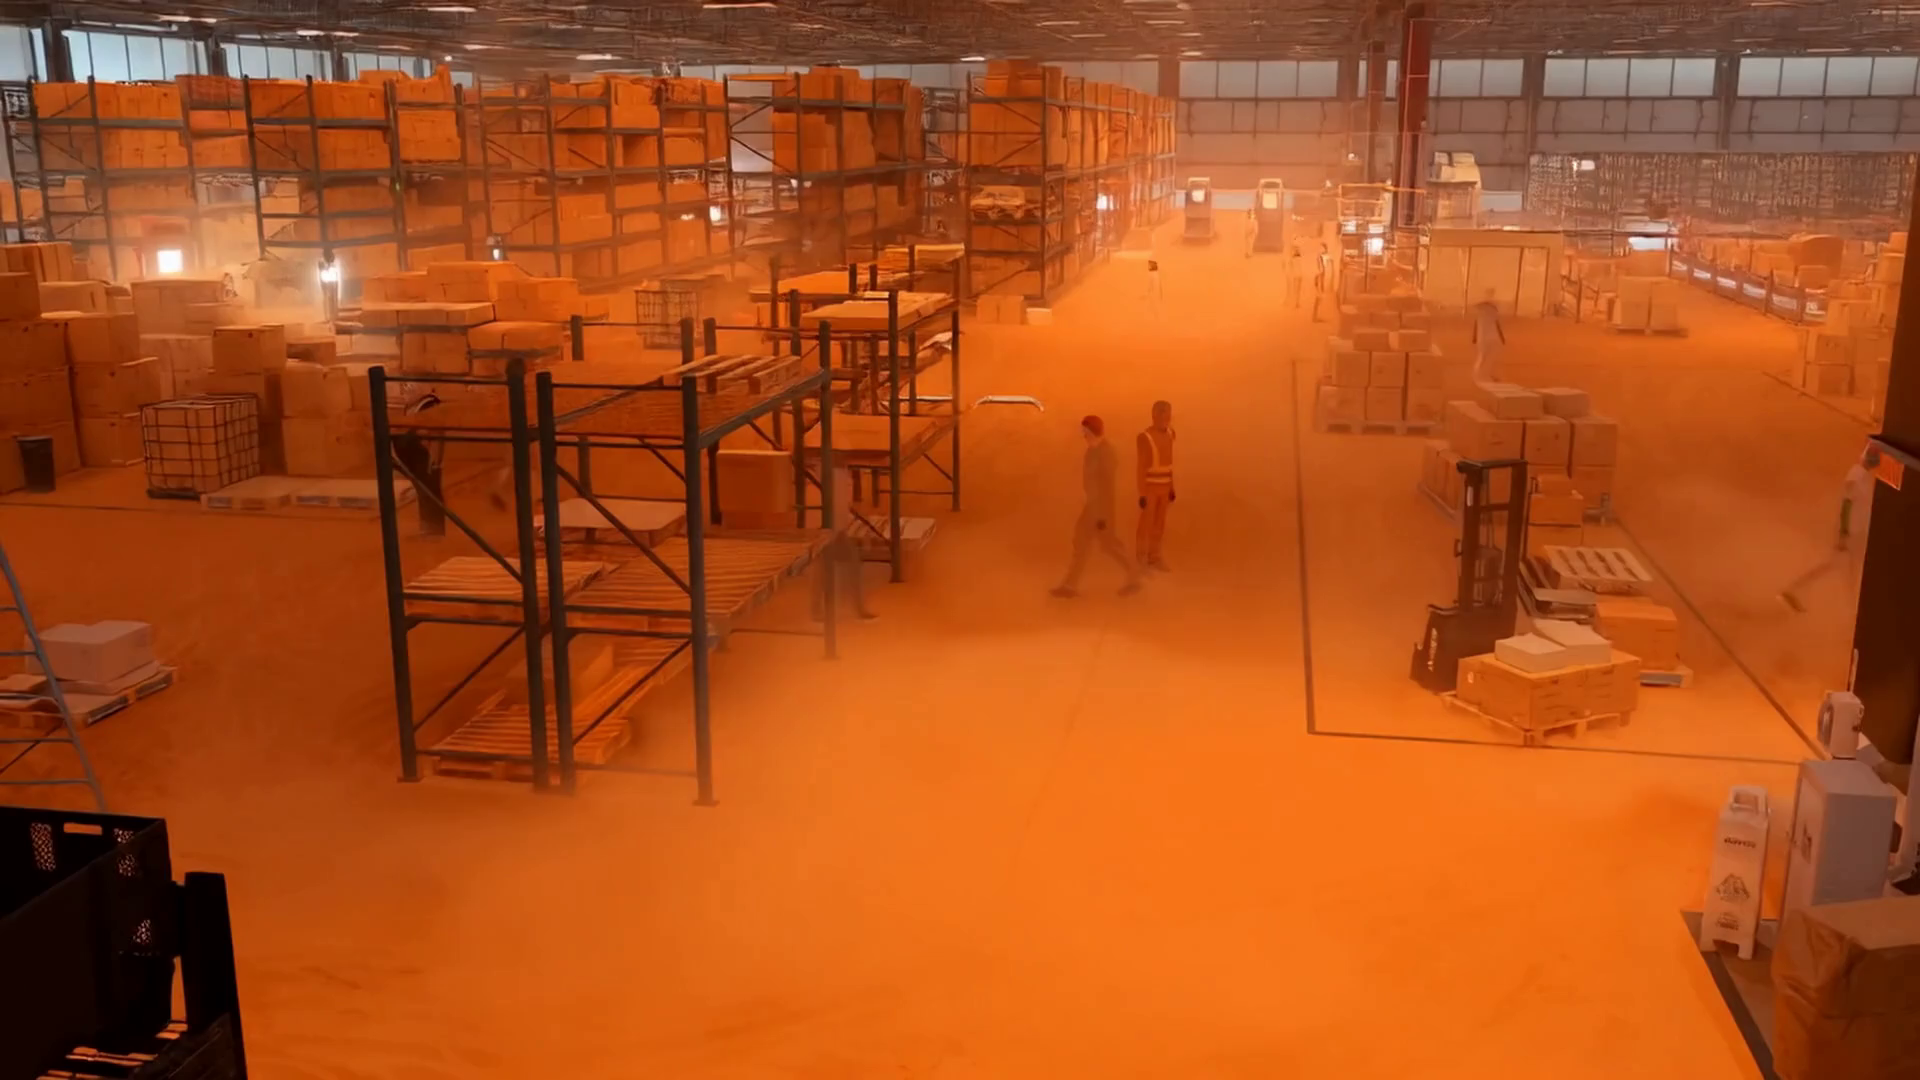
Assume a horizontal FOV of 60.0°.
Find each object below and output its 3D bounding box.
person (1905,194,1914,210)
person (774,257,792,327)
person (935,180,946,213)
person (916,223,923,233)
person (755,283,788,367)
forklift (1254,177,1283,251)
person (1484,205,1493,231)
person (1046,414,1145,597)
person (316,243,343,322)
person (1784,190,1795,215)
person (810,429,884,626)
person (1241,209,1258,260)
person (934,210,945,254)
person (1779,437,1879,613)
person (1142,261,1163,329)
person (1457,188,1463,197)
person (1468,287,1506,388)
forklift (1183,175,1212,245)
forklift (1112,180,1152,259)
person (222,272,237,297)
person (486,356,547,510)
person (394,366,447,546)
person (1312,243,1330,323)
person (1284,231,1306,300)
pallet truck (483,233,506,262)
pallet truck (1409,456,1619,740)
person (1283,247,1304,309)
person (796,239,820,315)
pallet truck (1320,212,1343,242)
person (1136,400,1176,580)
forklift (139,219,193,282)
[{"bbox_3d":[45.162,-15.694,79.051,0.390,1.846,0.565,3,14,11],"label":"person"},{"bbox_3d":[-4.198,-5.939,39.816,0.480,1.655,0.561,-12,18,-40],"label":"person"},{"bbox_3d":[-1.206,-19.315,93.620,0.817,1.917,0.545,3,14,12],"label":"person"},{"bbox_3d":[-1.560,-11.030,60.124,0.626,1.844,0.429,6,15,22],"label":"person"},{"bbox_3d":[-3.382,-3.670,30.044,0.632,1.940,0.372,7,16,27],"label":"person"},{"bbox_3d":[12.083,-12.747,64.956,1.129,2.768,1.873,3,14,10],"label":"forklift"},{"bbox_3d":[20.850,-12.345,65.719,0.891,1.714,0.535,-1,14,-6],"label":"person"},{"bbox_3d":[1.395,-0.336,16.626,0.973,1.894,0.638,2,14,6],"label":"person"},{"bbox_3d":[-15.500,-6.336,40.931,0.588,1.911,0.399,-8,16,-29],"label":"person"},{"bbox_3d":[40.017,-15.976,80.303,0.718,1.798,0.610,-7,16,-27],"label":"person"},{"bbox_3d":[-1.079,-0.092,15.587,0.828,1.893,0.622,4,15,17],"label":"person"},{"bbox_3d":[10.491,-11.051,60.262,0.626,1.806,0.743,1,14,5],"label":"person"},{"bbox_3d":[-0.792,-11.513,62.391,0.370,1.683,0.554,11,17,37],"label":"person"},{"bbox_3d":[8.442,-0.115,15.881,0.582,1.822,0.919,-12,18,-40],"label":"person"},{"bbox_3d":[4.611,-5.833,39.515,0.526,1.603,0.837,-9,17,-34],"label":"person"},{"bbox_3d":[23.874,-15.915,79.759,1.028,1.950,0.614,0,14,1],"label":"person"},{"bbox_3d":[9.712,-3.707,30.444,0.962,1.822,0.541,-6,15,-22],"label":"person"},{"bbox_3d":[9.799,-13.579,68.333,1.129,2.768,1.873,2,14,10],"label":"forklift"},{"bbox_3d":[6.082,-11.722,60.796,1.873,2.768,1.129,2,14,9],"label":"forklift"},{"bbox_3d":[-15.728,-4.948,35.851,0.308,1.639,0.511,-3,14,-13],"label":"person"},{"bbox_3d":[-5.516,-1.313,20.579,0.653,1.903,0.876,8,16,29],"label":"person"},{"bbox_3d":[-6.104,-0.954,18.806,0.538,2.000,0.684,-10,17,-36],"label":"person"},{"bbox_3d":[8.829,-6.288,40.674,0.379,1.938,0.547,3,14,13],"label":"person"},{"bbox_3d":[9.303,-7.599,46.048,0.566,1.905,0.646,-1,14,-2],"label":"person"},{"bbox_3d":[-11.832,-7.026,43.548,1.885,1.965,0.823,8,16,28],"label":"pallet truck"},{"bbox_3d":[4.504,0.400,13.395,0.823,1.965,1.885,-6,15,-23],"label":"pallet truck"},{"bbox_3d":[8.846,-6.943,44.030,0.520,1.605,0.764,-2,14,-8],"label":"person"},{"bbox_3d":[-3.755,-6.399,41.004,0.609,1.996,0.379,-4,14,-17],"label":"person"},{"bbox_3d":[15.874,-13.227,70.310,0.680,1.201,1.601,10,17,35],"label":"pallet truck"},{"bbox_3d":[2.060,-0.534,17.423,0.349,1.882,0.577,13,19,42],"label":"person"},{"bbox_3d":[-16.418,-5.282,34.650,1.129,2.768,1.873,-3,14,-13],"label":"forklift"}]
